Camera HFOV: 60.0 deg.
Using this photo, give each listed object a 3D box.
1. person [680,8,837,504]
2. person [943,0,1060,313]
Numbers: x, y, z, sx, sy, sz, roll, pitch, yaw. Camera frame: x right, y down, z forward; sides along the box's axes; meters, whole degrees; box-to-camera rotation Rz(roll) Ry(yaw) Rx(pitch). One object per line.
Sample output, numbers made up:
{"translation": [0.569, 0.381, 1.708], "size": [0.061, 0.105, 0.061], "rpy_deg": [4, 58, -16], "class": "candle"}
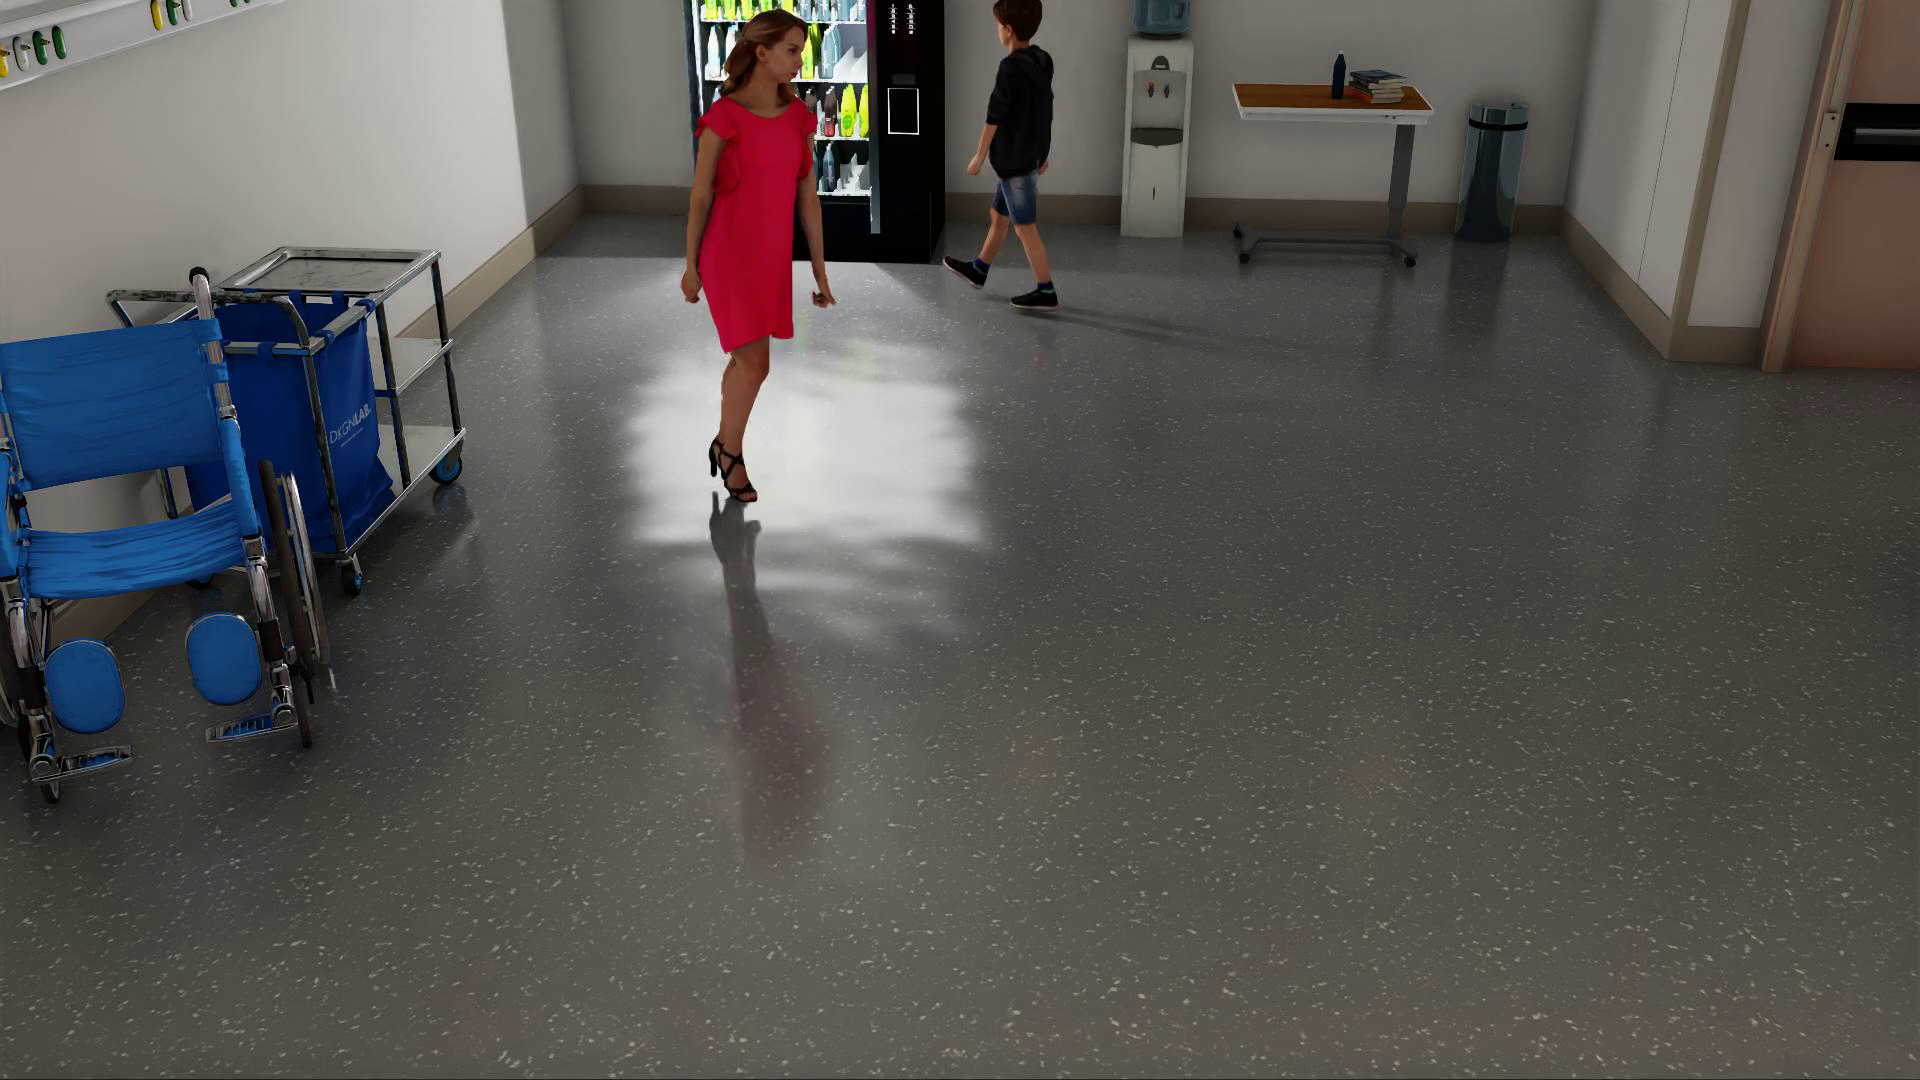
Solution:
{"translation": [-0.771, -0.924, 5.633], "size": [0.768, 1.687, 0.831], "rpy_deg": [-16, 30, -29], "class": "person"}
{"translation": [0.313, -1.741, 7.635], "size": [0.965, 1.421, 0.743], "rpy_deg": [12, 28, 24], "class": "person"}
